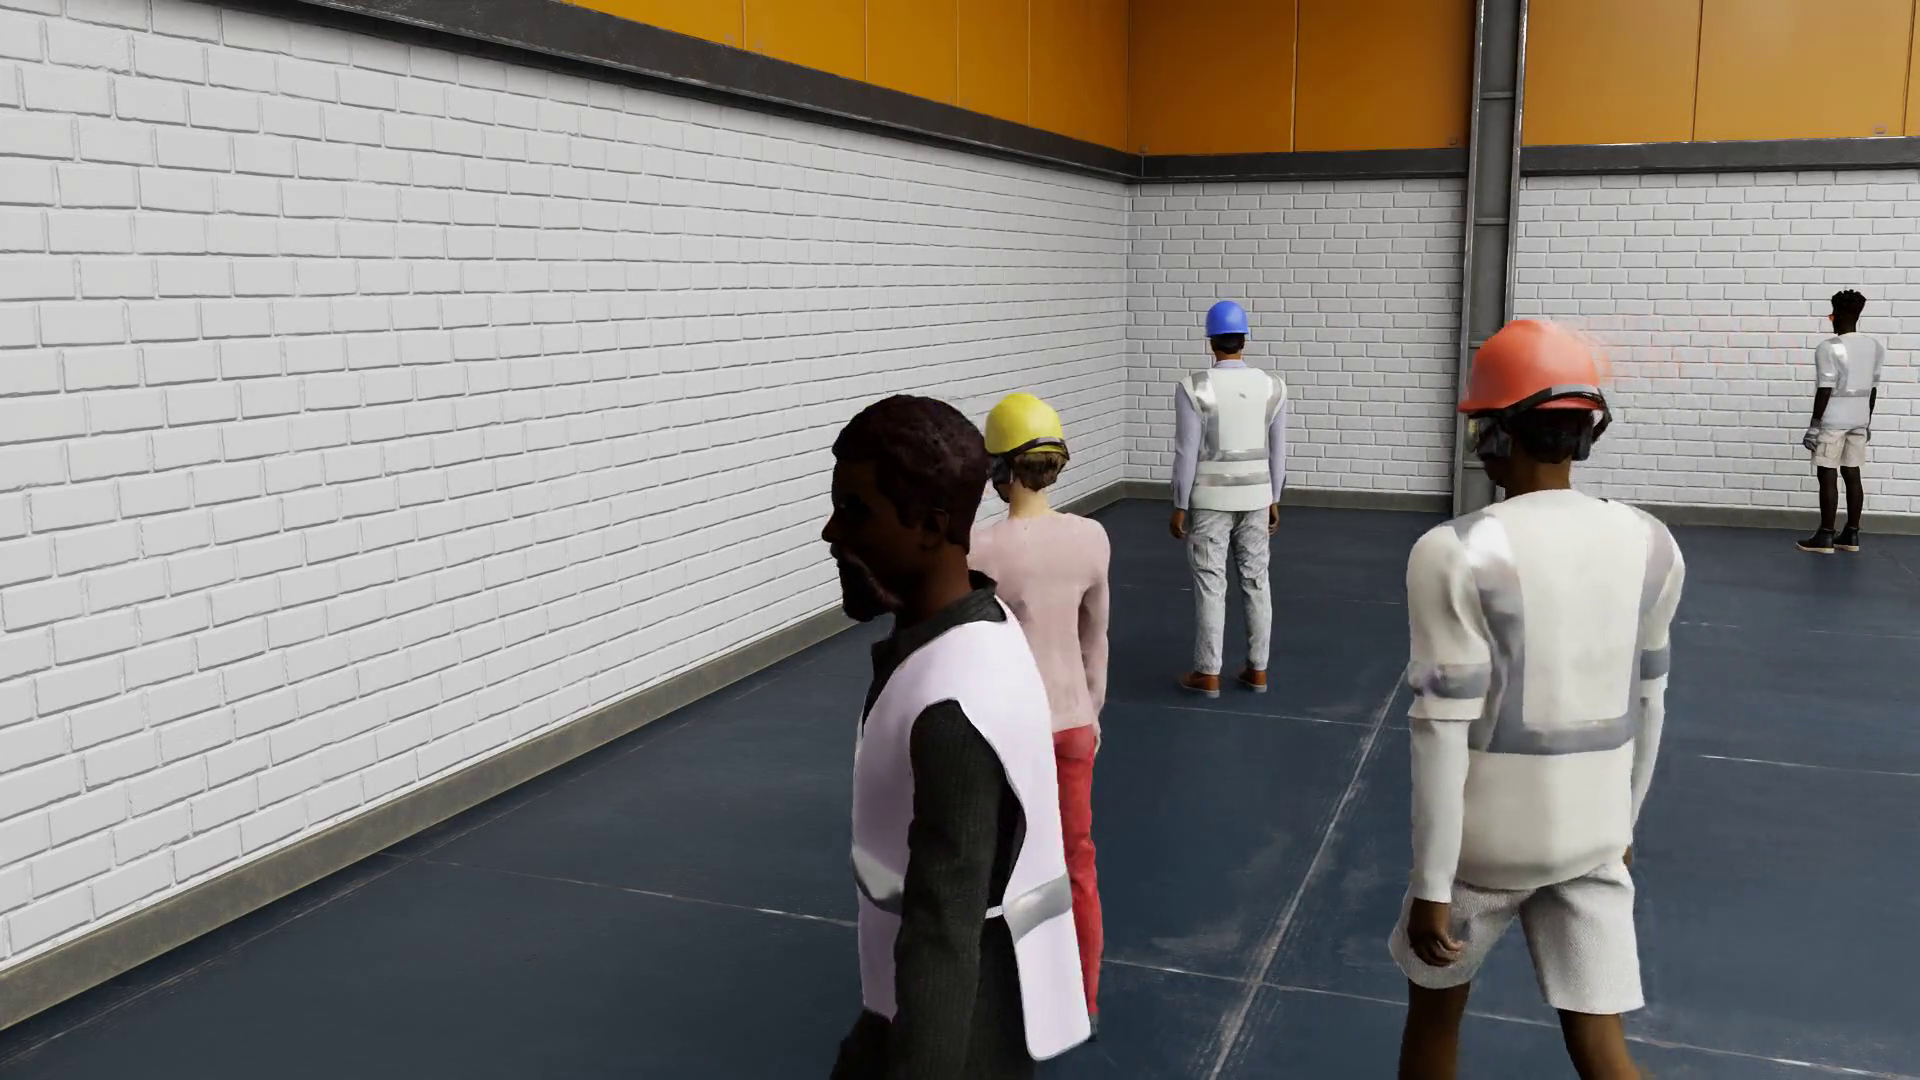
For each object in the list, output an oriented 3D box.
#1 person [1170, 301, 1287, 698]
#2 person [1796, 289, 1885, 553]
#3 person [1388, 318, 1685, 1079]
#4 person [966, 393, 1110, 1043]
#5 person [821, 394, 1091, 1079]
[{"bbox_3d":[1.311,-0.196,8.191,0.608,1.943,0.402,-3,9,-17],"label":"person"},{"bbox_3d":[6.568,-0.881,12.421,0.617,1.964,0.361,-4,10,-21],"label":"person"},{"bbox_3d":[1.153,0.573,3.248,0.630,1.999,1.026,-3,9,-17],"label":"person"},{"bbox_3d":[0.167,0.499,4.390,0.533,1.767,0.326,-7,12,-38],"label":"person"},{"bbox_3d":[-0.051,0.733,2.498,0.480,1.900,0.618,-1,9,-5],"label":"person"}]
